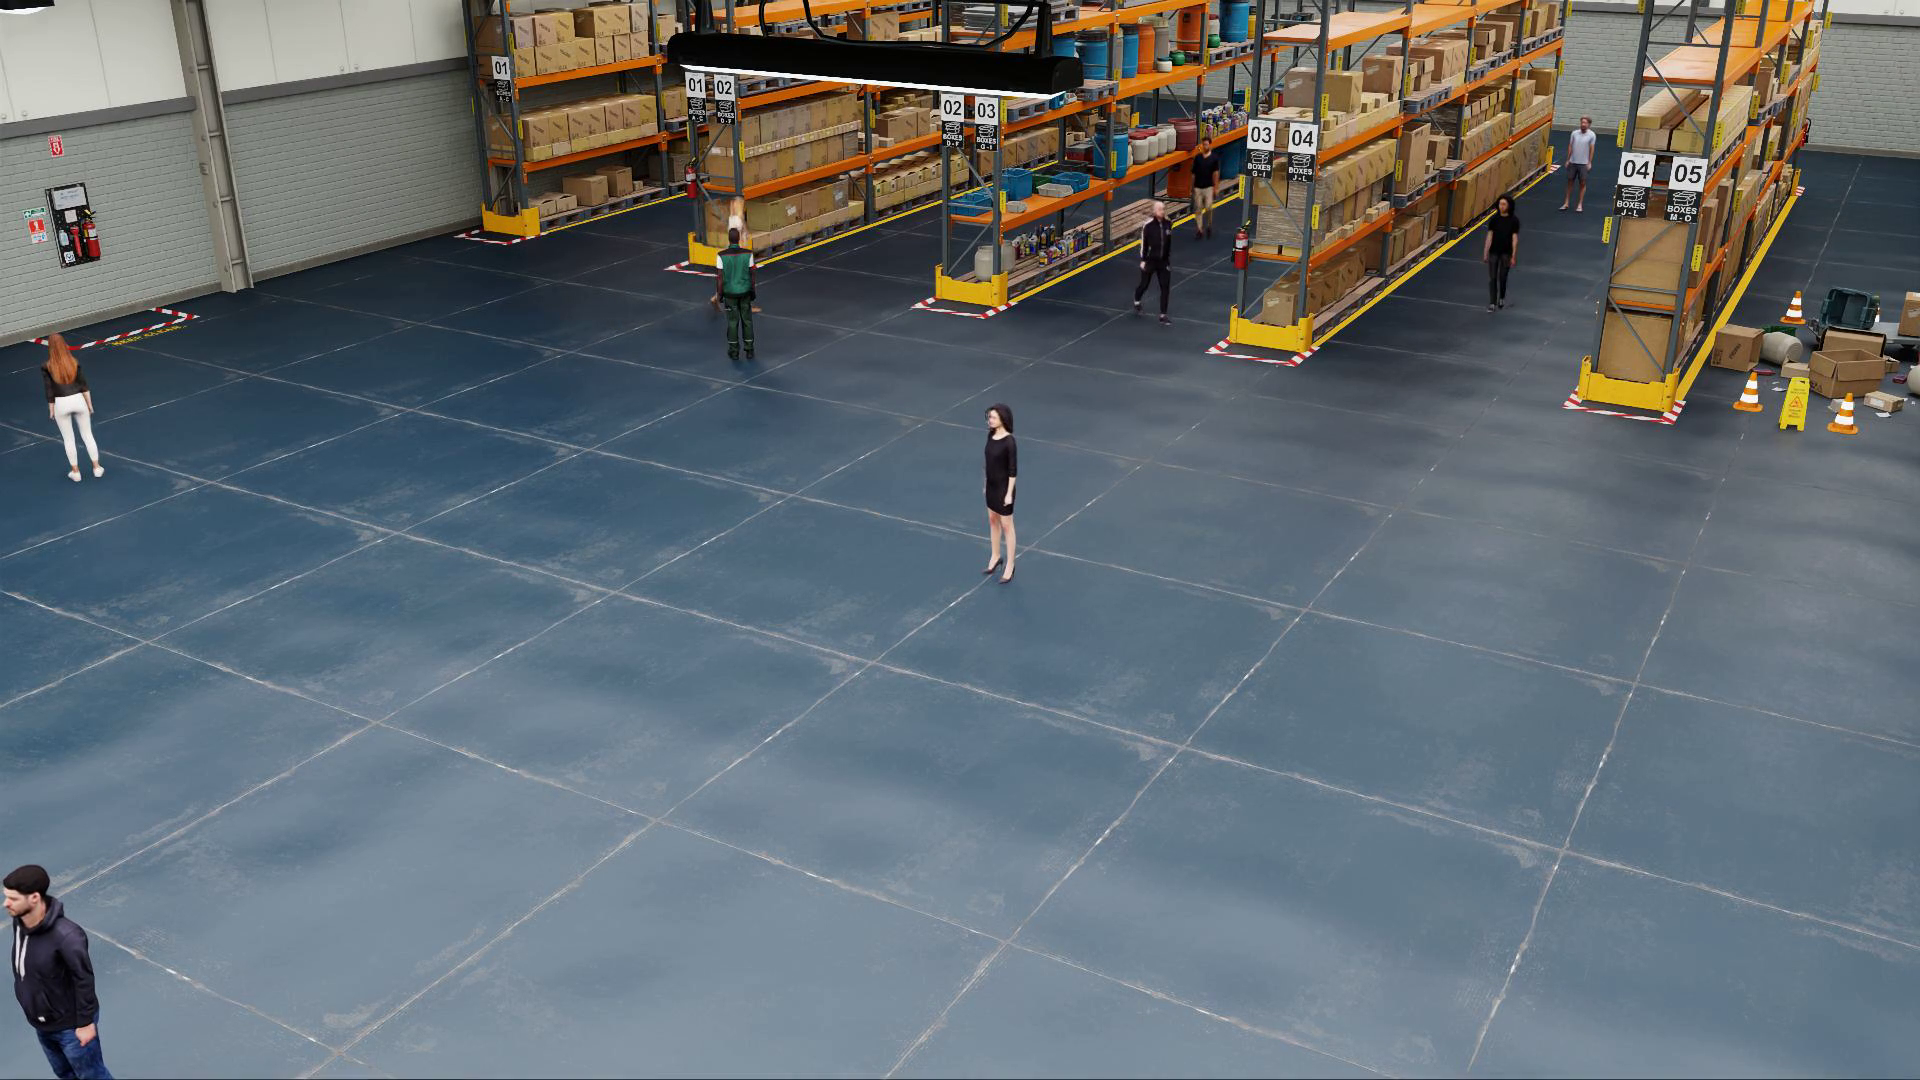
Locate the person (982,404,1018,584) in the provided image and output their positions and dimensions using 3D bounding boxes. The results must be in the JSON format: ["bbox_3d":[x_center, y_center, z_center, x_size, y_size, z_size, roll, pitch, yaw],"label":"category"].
[{"bbox_3d":[0.401,-0.469,16.287,0.656,1.807,0.662,-13,26,-28],"label":"person"}]

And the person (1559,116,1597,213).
[{"bbox_3d":[12.103,-7.362,32.464,0.672,1.832,0.587,16,28,33],"label":"person"}]

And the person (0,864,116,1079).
[{"bbox_3d":[-4.871,2.559,9.055,0.658,1.894,0.544,13,26,27],"label":"person"}]

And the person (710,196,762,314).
[{"bbox_3d":[-3.464,-4.308,25.314,1.133,1.807,0.915,-14,27,-30],"label":"person"}]

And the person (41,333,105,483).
[{"bbox_3d":[-10.105,-1.515,18.880,0.606,1.703,0.739,-16,28,-32],"label":"person"}]

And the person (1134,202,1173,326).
[{"bbox_3d":[2.894,-4.188,25.045,1.226,1.797,1.237,-7,24,-17],"label":"person"}]

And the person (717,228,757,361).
[{"bbox_3d":[-3.117,-3.446,23.248,0.765,1.838,0.836,-7,24,-16],"label":"person"}]

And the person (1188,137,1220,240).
[{"bbox_3d":[4.441,-6.398,30.185,0.686,1.842,0.634,9,25,20],"label":"person"}]

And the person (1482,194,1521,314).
[{"bbox_3d":[8.349,-4.419,25.559,0.679,1.821,0.675,16,28,33],"label":"person"}]
